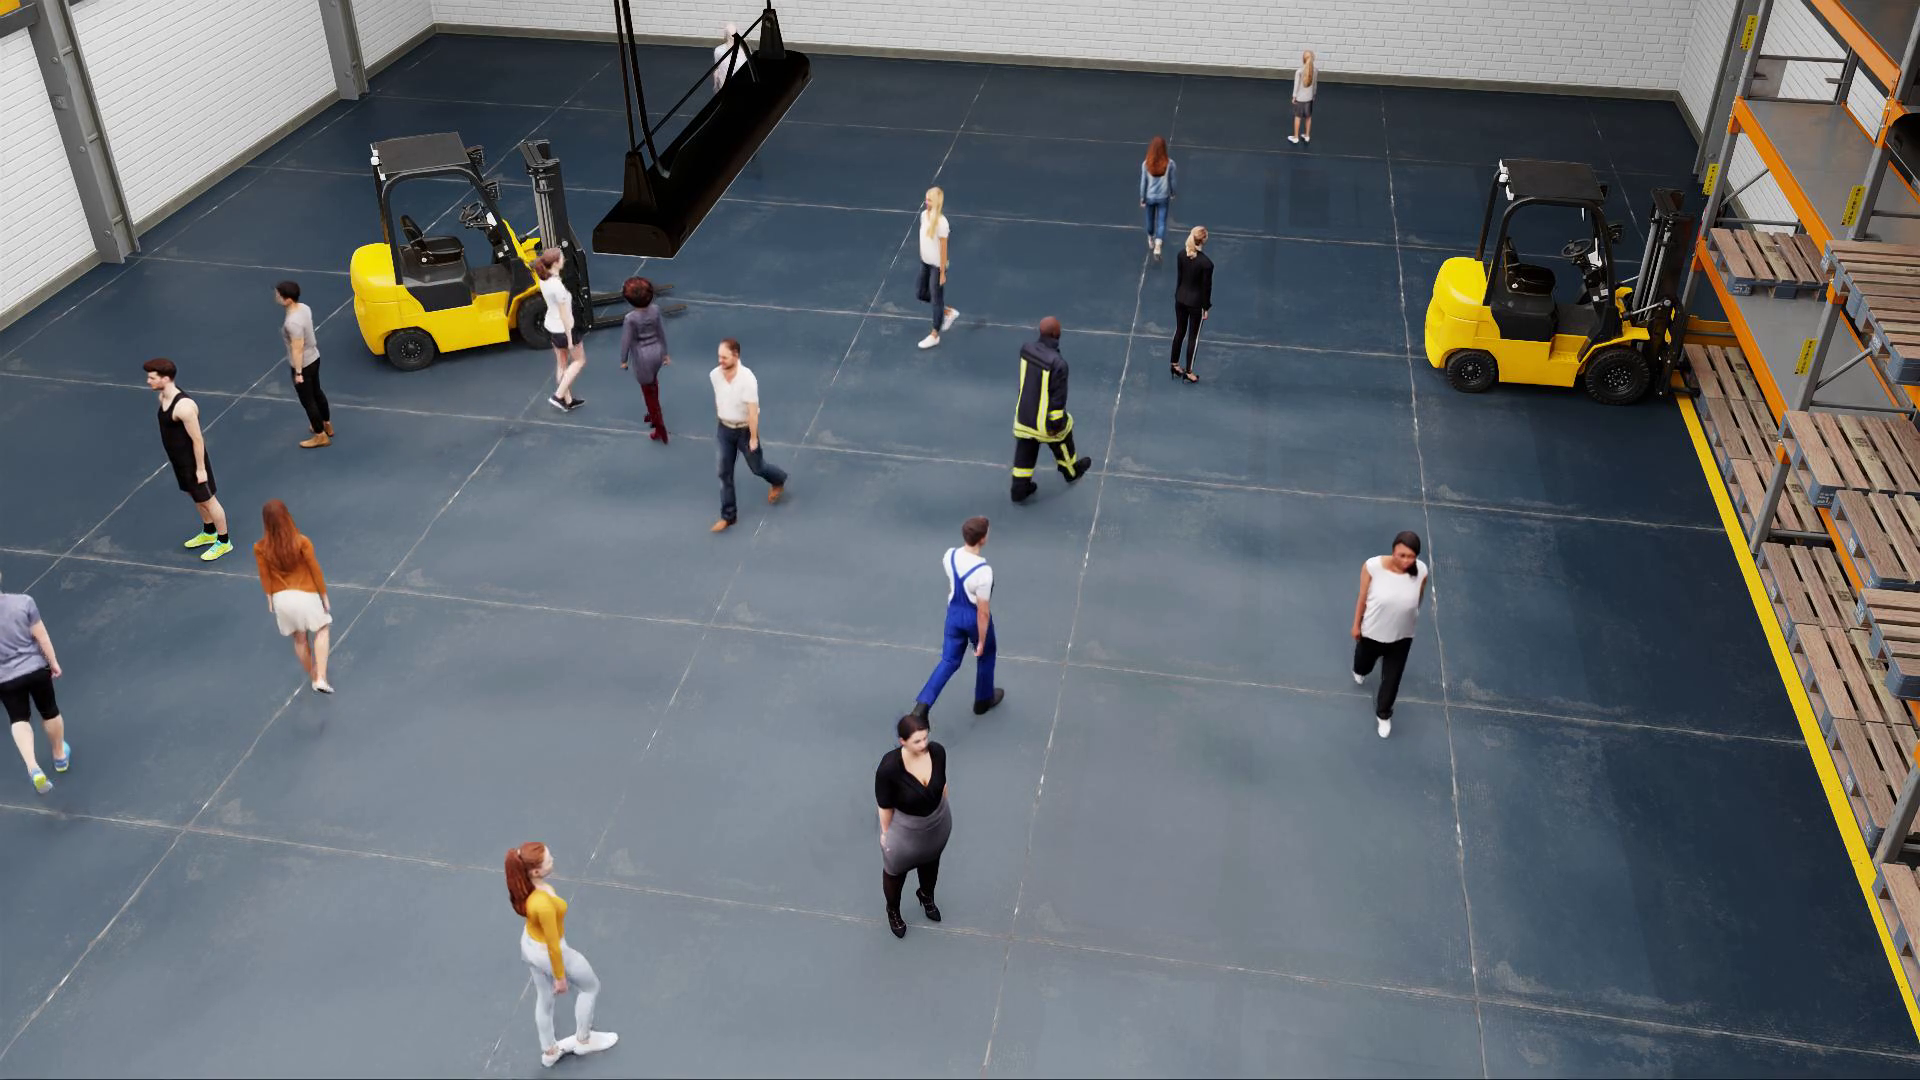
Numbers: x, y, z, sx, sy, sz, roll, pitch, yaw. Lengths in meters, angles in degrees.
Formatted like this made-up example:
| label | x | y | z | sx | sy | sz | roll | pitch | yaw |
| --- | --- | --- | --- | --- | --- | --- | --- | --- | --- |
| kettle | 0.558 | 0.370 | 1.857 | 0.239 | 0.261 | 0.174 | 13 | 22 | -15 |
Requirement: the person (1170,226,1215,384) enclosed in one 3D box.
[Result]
| label | x | y | z | sx | sy | sz | roll | pitch | yaw |
| --- | --- | --- | --- | --- | --- | --- | --- | --- | --- |
| person | 2.359 | -2.415 | 17.072 | 0.679 | 1.704 | 0.693 | 26 | 42 | 34 |

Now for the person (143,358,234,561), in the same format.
| label | x | y | z | sx | sy | sz | roll | pitch | yaw |
| --- | --- | --- | --- | --- | --- | --- | --- | --- | --- |
| person | -6.656 | -0.716 | 14.347 | 0.780 | 1.891 | 0.783 | 27 | 42 | 34 |

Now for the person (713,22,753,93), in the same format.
| label | x | y | z | sx | sy | sz | roll | pitch | yaw |
| --- | --- | --- | --- | --- | --- | --- | --- | --- | --- |
| person | -3.018 | -5.987 | 22.363 | 1.005 | 1.796 | 1.231 | -9 | 35 | -14 |

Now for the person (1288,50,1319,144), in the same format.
| label | x | y | z | sx | sy | sz | roll | pitch | yaw |
| --- | --- | --- | --- | --- | --- | --- | --- | --- | --- |
| person | 4.786 | -6.176 | 23.119 | 0.587 | 1.275 | 0.625 | -10 | 35 | -14 |

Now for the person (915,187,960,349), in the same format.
| label | x | y | z | sx | sy | sz | roll | pitch | yaw |
| --- | --- | --- | --- | --- | --- | --- | --- | --- | --- |
| person | -0.205 | -2.929 | 17.757 | 0.927 | 1.803 | 0.871 | -20 | 38 | -27 |

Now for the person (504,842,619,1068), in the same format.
| label | x | y | z | sx | sy | sz | roll | pitch | yaw |
| --- | --- | --- | --- | --- | --- | --- | --- | --- | --- |
| person | -2.474 | 2.465 | 9.702 | 0.813 | 1.736 | 0.753 | -28 | 43 | -36 |

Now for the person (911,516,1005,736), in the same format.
| label | x | y | z | sx | sy | sz | roll | pitch | yaw |
| --- | --- | --- | --- | --- | --- | --- | --- | --- | --- |
| person | -0.010 | 0.669 | 12.330 | 0.981 | 1.818 | 1.265 | 24 | 40 | 31 |

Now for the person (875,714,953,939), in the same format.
| label | x | y | z | sx | sy | sz | roll | pitch | yaw |
| --- | --- | --- | --- | --- | --- | --- | --- | --- | --- |
| person | -0.302 | 1.811 | 10.664 | 0.779 | 1.759 | 0.825 | -18 | 38 | -25 |

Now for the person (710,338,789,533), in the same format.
| label | x | y | z | sx | sy | sz | roll | pitch | yaw |
| --- | --- | --- | --- | --- | --- | --- | --- | --- | --- |
| person | -1.894 | -1.003 | 14.840 | 0.994 | 1.823 | 1.283 | 19 | 38 | 27 |

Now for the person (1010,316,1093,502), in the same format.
| label | x | y | z | sx | sy | sz | roll | pitch | yaw |
| --- | --- | --- | --- | --- | --- | --- | --- | --- | --- |
| person | 0.685 | -1.160 | 15.113 | 1.121 | 1.783 | 1.260 | 29 | 43 | 36 |

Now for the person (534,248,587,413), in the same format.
| label | x | y | z | sx | sy | sz | roll | pitch | yaw |
| --- | --- | --- | --- | --- | --- | --- | --- | --- | --- |
| person | -4.025 | -2.031 | 16.464 | 0.820 | 1.739 | 0.740 | -29 | 43 | -36 |

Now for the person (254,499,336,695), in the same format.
| label | x | y | z | sx | sy | sz | roll | pitch | yaw |
| --- | --- | --- | --- | --- | --- | --- | --- | --- | --- |
| person | -5.061 | 0.502 | 12.678 | 0.759 | 1.711 | 0.881 | -6 | 34 | -8 |

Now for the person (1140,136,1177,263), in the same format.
| label | x | y | z | sx | sy | sz | roll | pitch | yaw |
| --- | --- | --- | --- | --- | --- | --- | --- | --- | --- |
| person | 2.344 | -4.033 | 19.734 | 0.588 | 1.452 | 0.965 | 5 | 34 | 7 |

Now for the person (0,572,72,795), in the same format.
| label | x | y | z | sx | sy | sz | roll | pitch | yaw |
| --- | --- | --- | --- | --- | --- | --- | --- | --- | --- |
| person | -6.644 | 0.998 | 11.793 | 0.971 | 1.865 | 1.084 | -15 | 37 | -22 |

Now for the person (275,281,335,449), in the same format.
| label | x | y | z | sx | sy | sz | roll | pitch | yaw |
| --- | --- | --- | --- | --- | --- | --- | --- | --- | --- |
| person | -6.313 | -1.715 | 16.009 | 0.724 | 1.716 | 0.556 | 1 | 34 | 1 |

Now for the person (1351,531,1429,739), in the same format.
| label | x | y | z | sx | sy | sz | roll | pitch | yaw |
| --- | --- | --- | --- | --- | --- | --- | --- | --- | --- |
| person | 3.206 | 0.624 | 12.533 | 0.689 | 1.668 | 0.976 | 3 | 34 | 4 |

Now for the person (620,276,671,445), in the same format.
| label | x | y | z | sx | sy | sz | roll | pitch | yaw |
| --- | --- | --- | --- | --- | --- | --- | --- | --- | --- |
| person | -2.956 | -1.699 | 16.007 | 0.845 | 1.692 | 0.885 | -27 | 42 | -35 |
